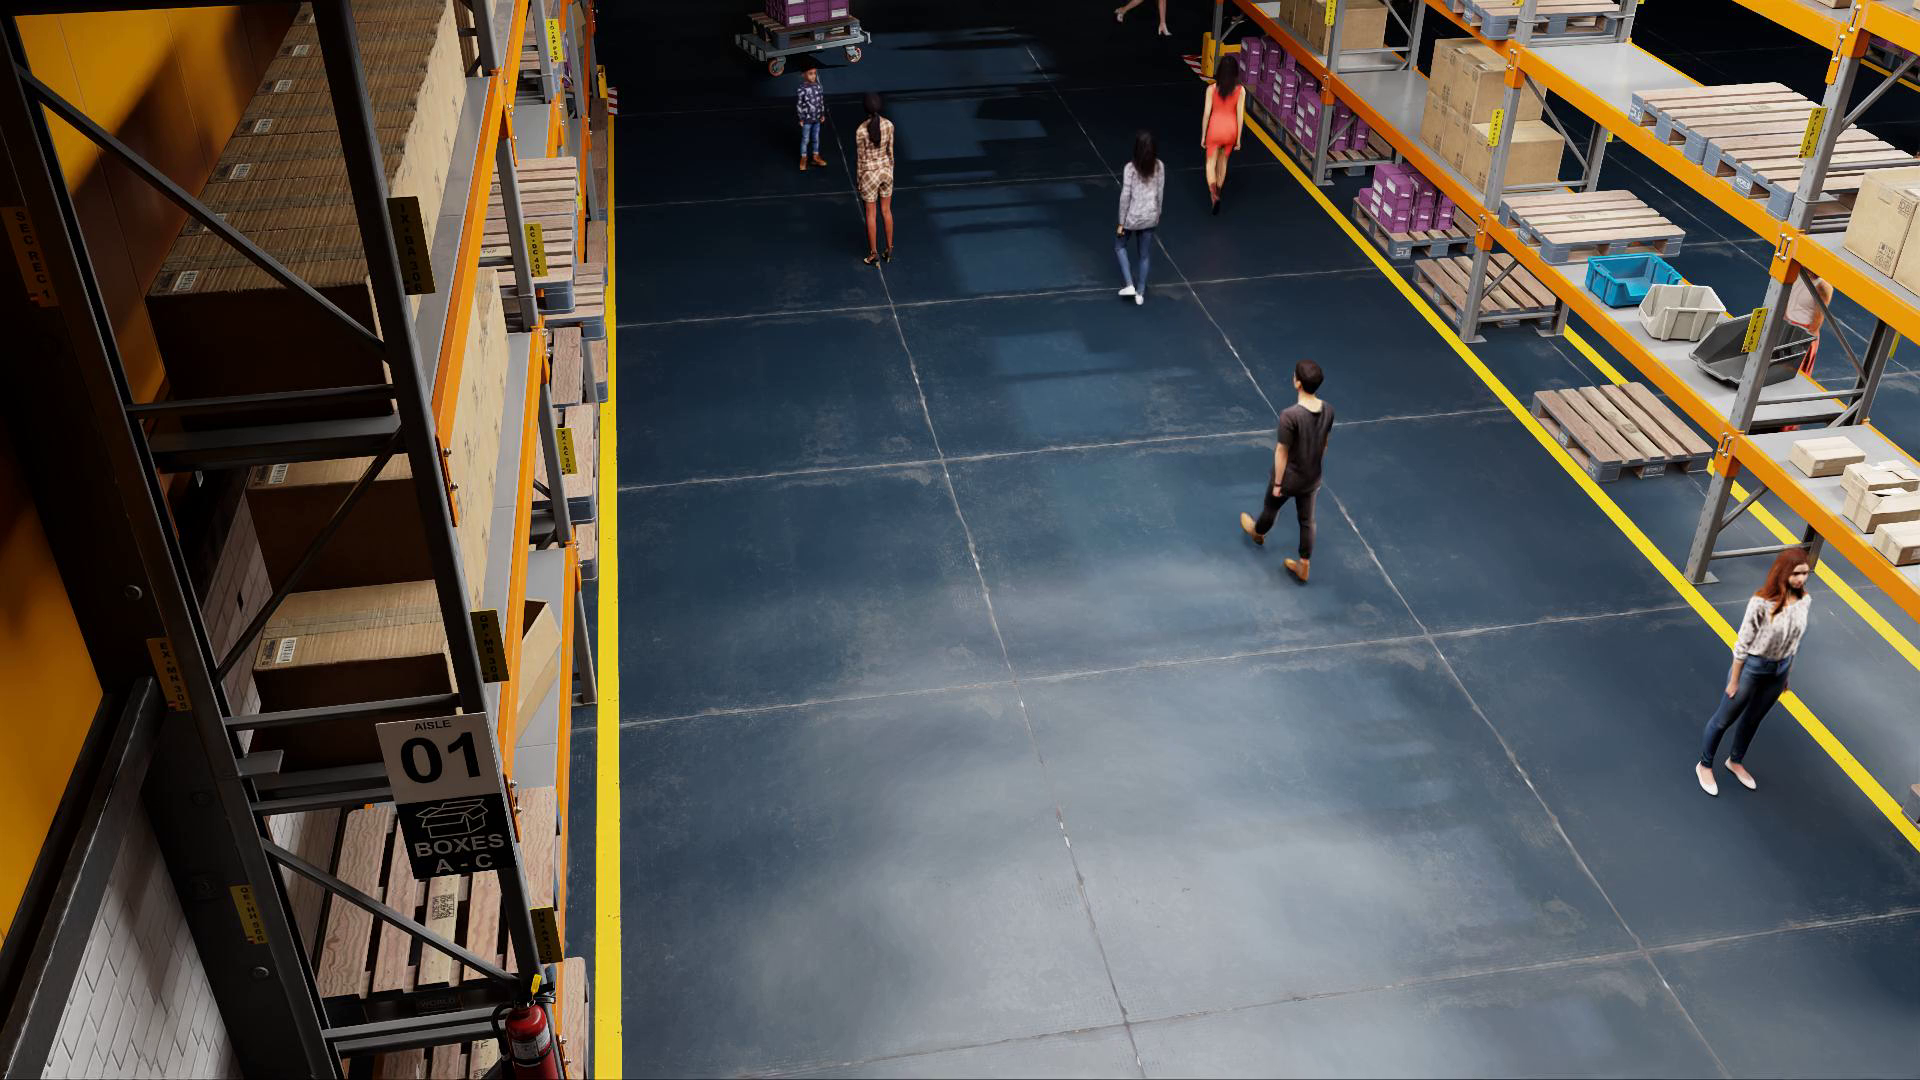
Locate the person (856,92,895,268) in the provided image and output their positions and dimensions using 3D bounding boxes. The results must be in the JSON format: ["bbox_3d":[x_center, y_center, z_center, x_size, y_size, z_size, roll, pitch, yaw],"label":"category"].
[{"bbox_3d":[-0.838,-3.607,16.654,0.657,1.795,0.661,-18,38,-25],"label":"person"}]

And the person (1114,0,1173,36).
[{"bbox_3d":[2.617,-7.900,23.179,1.021,1.723,1.103,11,35,17],"label":"person"}]

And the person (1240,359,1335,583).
[{"bbox_3d":[2.481,-0.460,12.022,0.761,1.682,1.059,-12,35,-17],"label":"person"}]

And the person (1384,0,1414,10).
[{"bbox_3d":[6.465,-8.494,24.208,1.006,1.573,1.123,-25,41,-32],"label":"person"}]

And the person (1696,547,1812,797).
[{"bbox_3d":[4.851,0.783,10.110,0.568,1.729,0.498,-6,34,-9],"label":"person"}]

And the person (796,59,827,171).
[{"bbox_3d":[-1.737,-4.887,19.070,0.605,1.253,0.613,-17,37,-24],"label":"person"}]

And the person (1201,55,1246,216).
[{"bbox_3d":[2.802,-4.300,17.782,0.706,1.700,1.028,1,34,1],"label":"person"}]

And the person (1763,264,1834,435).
[{"bbox_3d":[6.905,-1.663,13.724,0.671,1.802,0.498,-6,34,-8],"label":"person"}]

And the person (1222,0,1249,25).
[{"bbox_3d":[3.914,-8.351,23.741,0.732,1.851,0.804,23,40,30],"label":"person"}]

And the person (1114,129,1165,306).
[{"bbox_3d":[1.743,-3.038,15.863,0.683,1.724,0.634,-11,35,-16],"label":"person"}]
